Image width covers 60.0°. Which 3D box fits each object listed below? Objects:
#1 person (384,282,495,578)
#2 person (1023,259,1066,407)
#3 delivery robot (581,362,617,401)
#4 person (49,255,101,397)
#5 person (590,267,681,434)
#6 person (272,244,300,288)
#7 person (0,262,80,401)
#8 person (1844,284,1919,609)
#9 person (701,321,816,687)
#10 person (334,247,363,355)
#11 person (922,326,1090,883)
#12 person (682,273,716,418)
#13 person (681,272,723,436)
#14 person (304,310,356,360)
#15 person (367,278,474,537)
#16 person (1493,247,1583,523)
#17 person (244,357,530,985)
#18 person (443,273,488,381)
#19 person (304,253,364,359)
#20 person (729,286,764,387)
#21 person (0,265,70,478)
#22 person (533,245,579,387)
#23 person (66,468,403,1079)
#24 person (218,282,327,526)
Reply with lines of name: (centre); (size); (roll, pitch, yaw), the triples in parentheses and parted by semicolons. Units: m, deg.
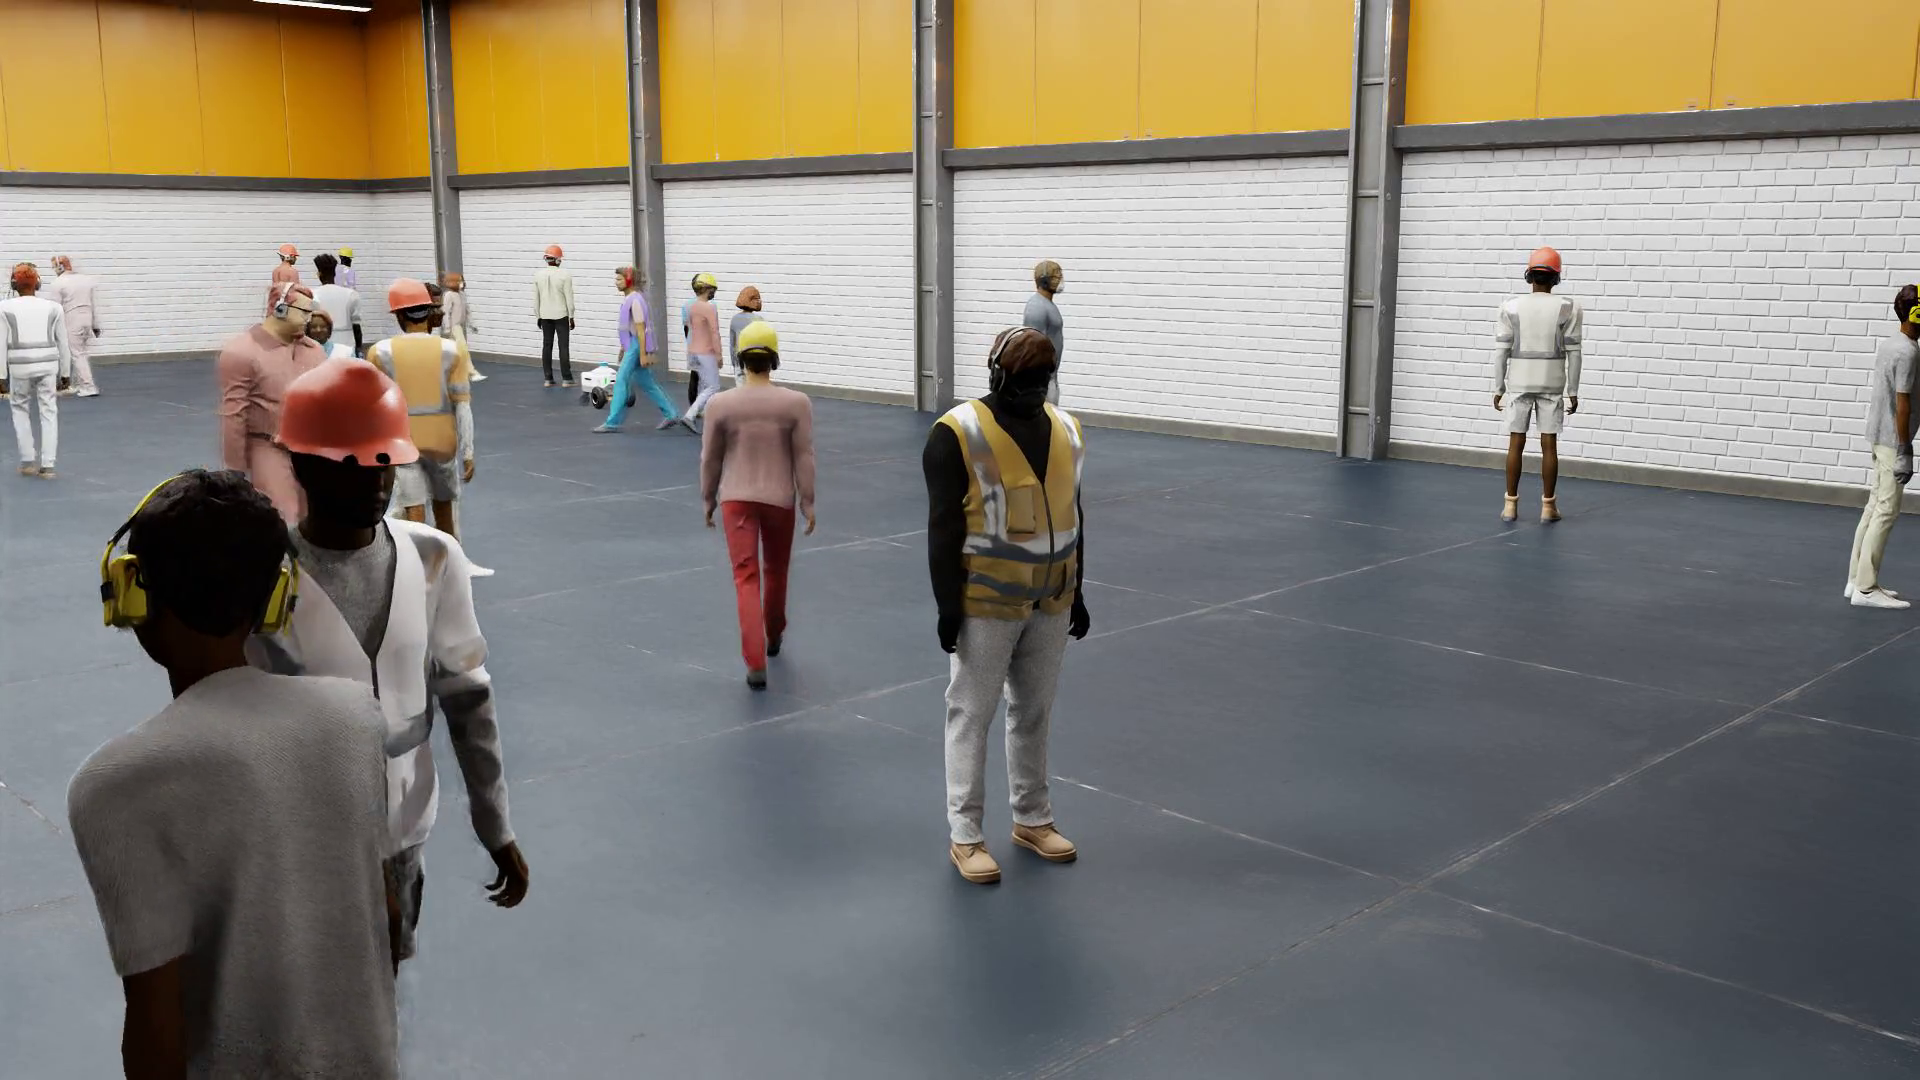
person: (-3.353, -0.669, 10.330); (0.773, 1.847, 0.522); (-1, 10, -7)
person: (0.684, -1.281, 13.404); (0.380, 1.937, 0.655); (1, 10, 7)
delivery robot: (-4.432, -1.979, 20.732); (0.477, 0.478, 0.707); (-8, 13, -37)
person: (-11.835, -2.839, 22.094); (0.847, 1.862, 0.703); (3, 11, 17)
person: (-3.511, -2.059, 18.048); (0.972, 1.802, 0.587); (-3, 11, -16)
person: (-10.479, -3.617, 26.001); (0.612, 1.991, 0.392); (7, 13, 35)
person: (-12.108, -2.709, 21.602); (0.986, 1.792, 0.529); (-6, 12, -29)
person: (5.370, -0.530, 9.552); (0.332, 1.854, 0.511); (3, 11, 18)
person: (-0.982, -0.201, 8.097); (0.543, 1.711, 0.895); (-2, 11, -9)
person: (-10.898, -4.230, 29.552); (0.582, 1.918, 0.388); (6, 12, 31)
person: (0.182, 0.208, 5.573); (0.619, 1.838, 0.430); (-7, 12, -33)
person: (-2.979, -2.233, 19.257); (0.541, 1.696, 0.315); (8, 13, 37)
person: (-2.727, -1.985, 17.783); (0.583, 1.740, 0.567); (-8, 13, -36)
person: (-4.670, -0.900, 12.264); (0.534, 1.589, 0.857); (-5, 11, -25)
person: (-3.094, -0.550, 9.560); (0.559, 1.885, 0.987); (-4, 11, -19)
person: (4.293, -1.146, 12.386); (0.614, 2.042, 0.373); (4, 11, 21)
person: (-1.153, 0.591, 3.297); (0.839, 1.903, 0.556); (9, 13, 39)
person: (-7.352, -3.116, 24.362); (0.850, 1.587, 0.514); (2, 11, 9)
person: (-6.451, -1.969, 17.112); (0.628, 1.952, 0.635); (-7, 12, -33)
person: (-2.080, -1.692, 16.482); (0.499, 1.634, 0.285); (10, 14, 44)
person: (-8.217, -1.486, 14.720); (0.617, 1.862, 0.678); (-8, 13, -39)
person: (-5.721, -3.165, 23.526); (0.612, 1.996, 0.389); (3, 11, 17)
person: (-0.954, 0.821, 2.279); (0.918, 1.816, 0.544); (6, 12, 31)
person: (-3.630, -0.445, 8.999); (0.421, 1.882, 0.656); (5, 12, 26)
